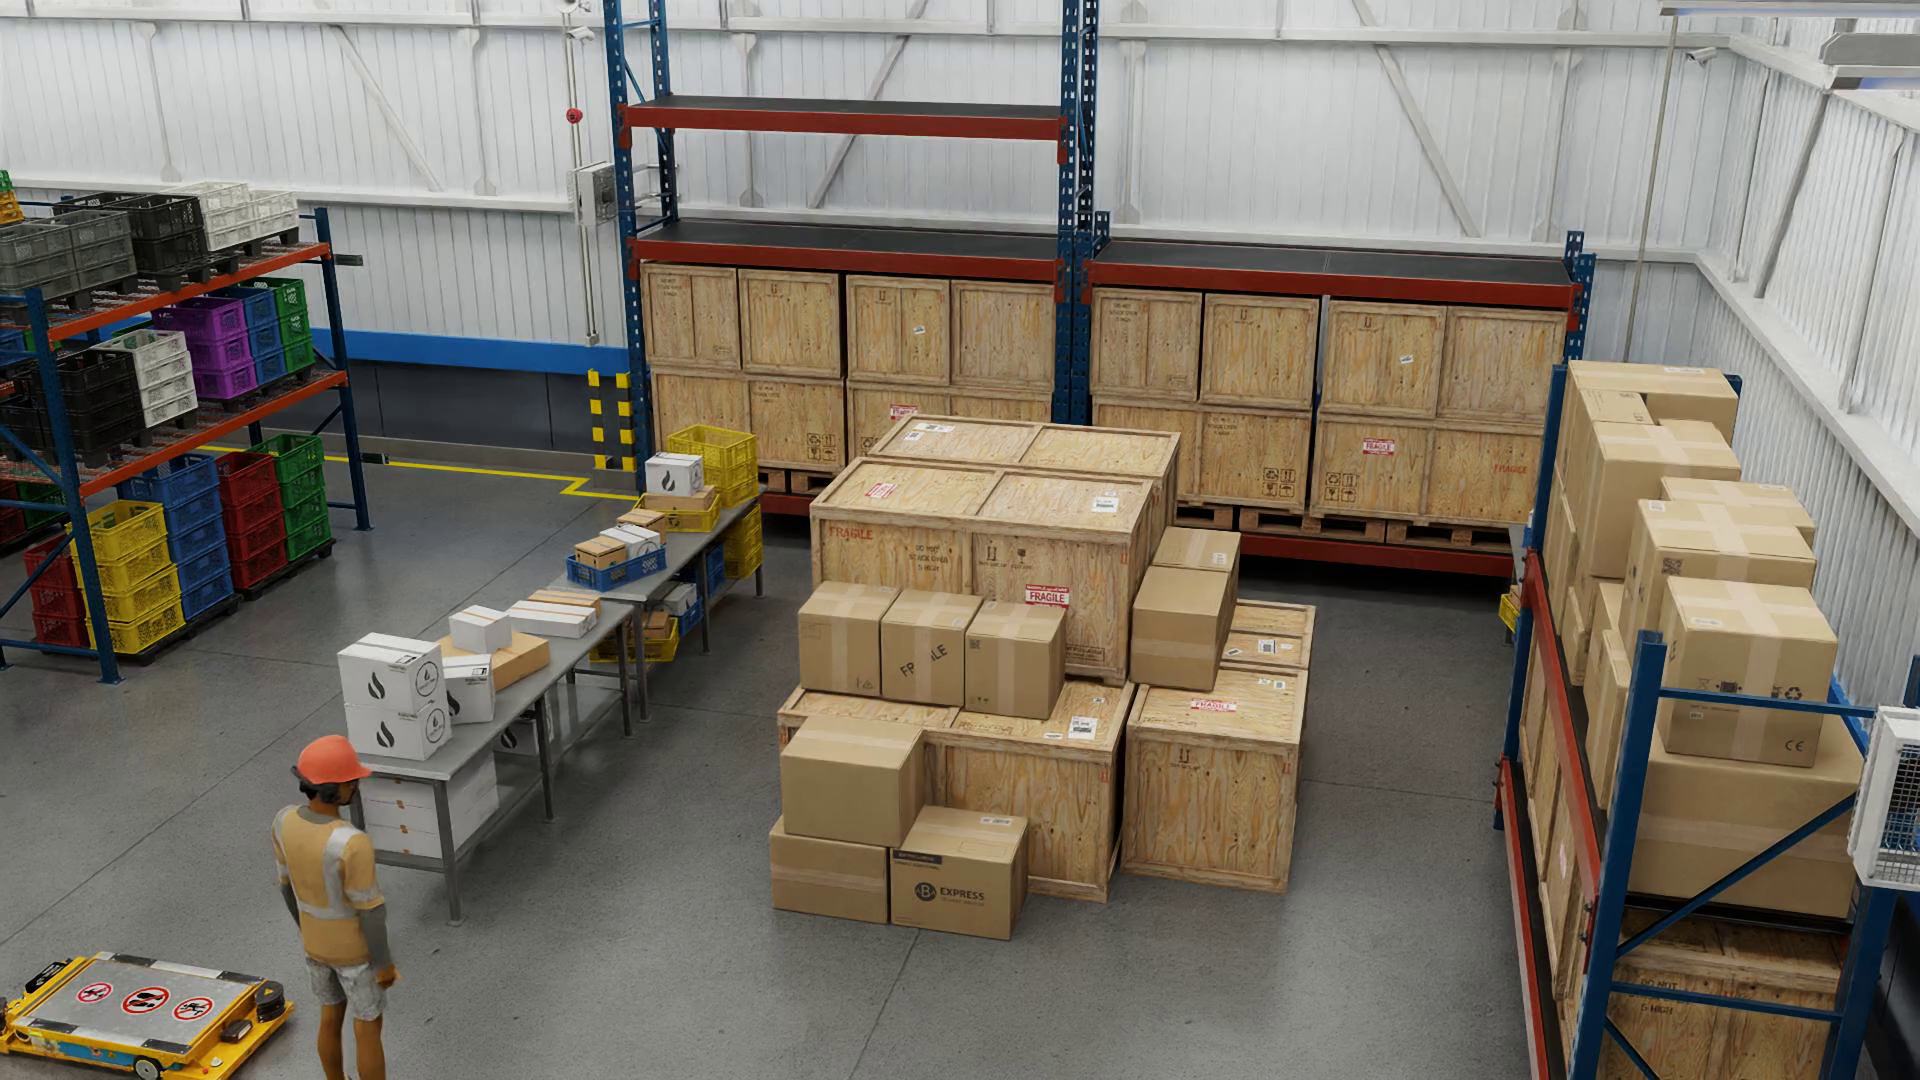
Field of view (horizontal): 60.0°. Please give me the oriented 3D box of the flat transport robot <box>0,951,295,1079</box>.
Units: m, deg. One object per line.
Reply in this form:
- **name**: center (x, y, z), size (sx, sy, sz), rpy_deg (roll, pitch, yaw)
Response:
- **flat transport robot**: center (-4.270, 2.464, 8.601), size (1.431, 0.231, 0.659), rpy_deg (5, 22, 13)

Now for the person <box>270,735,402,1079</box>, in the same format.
- **person**: center (-2.852, 1.846, 7.745), size (0.607, 2.035, 0.400), rpy_deg (12, 24, 29)
